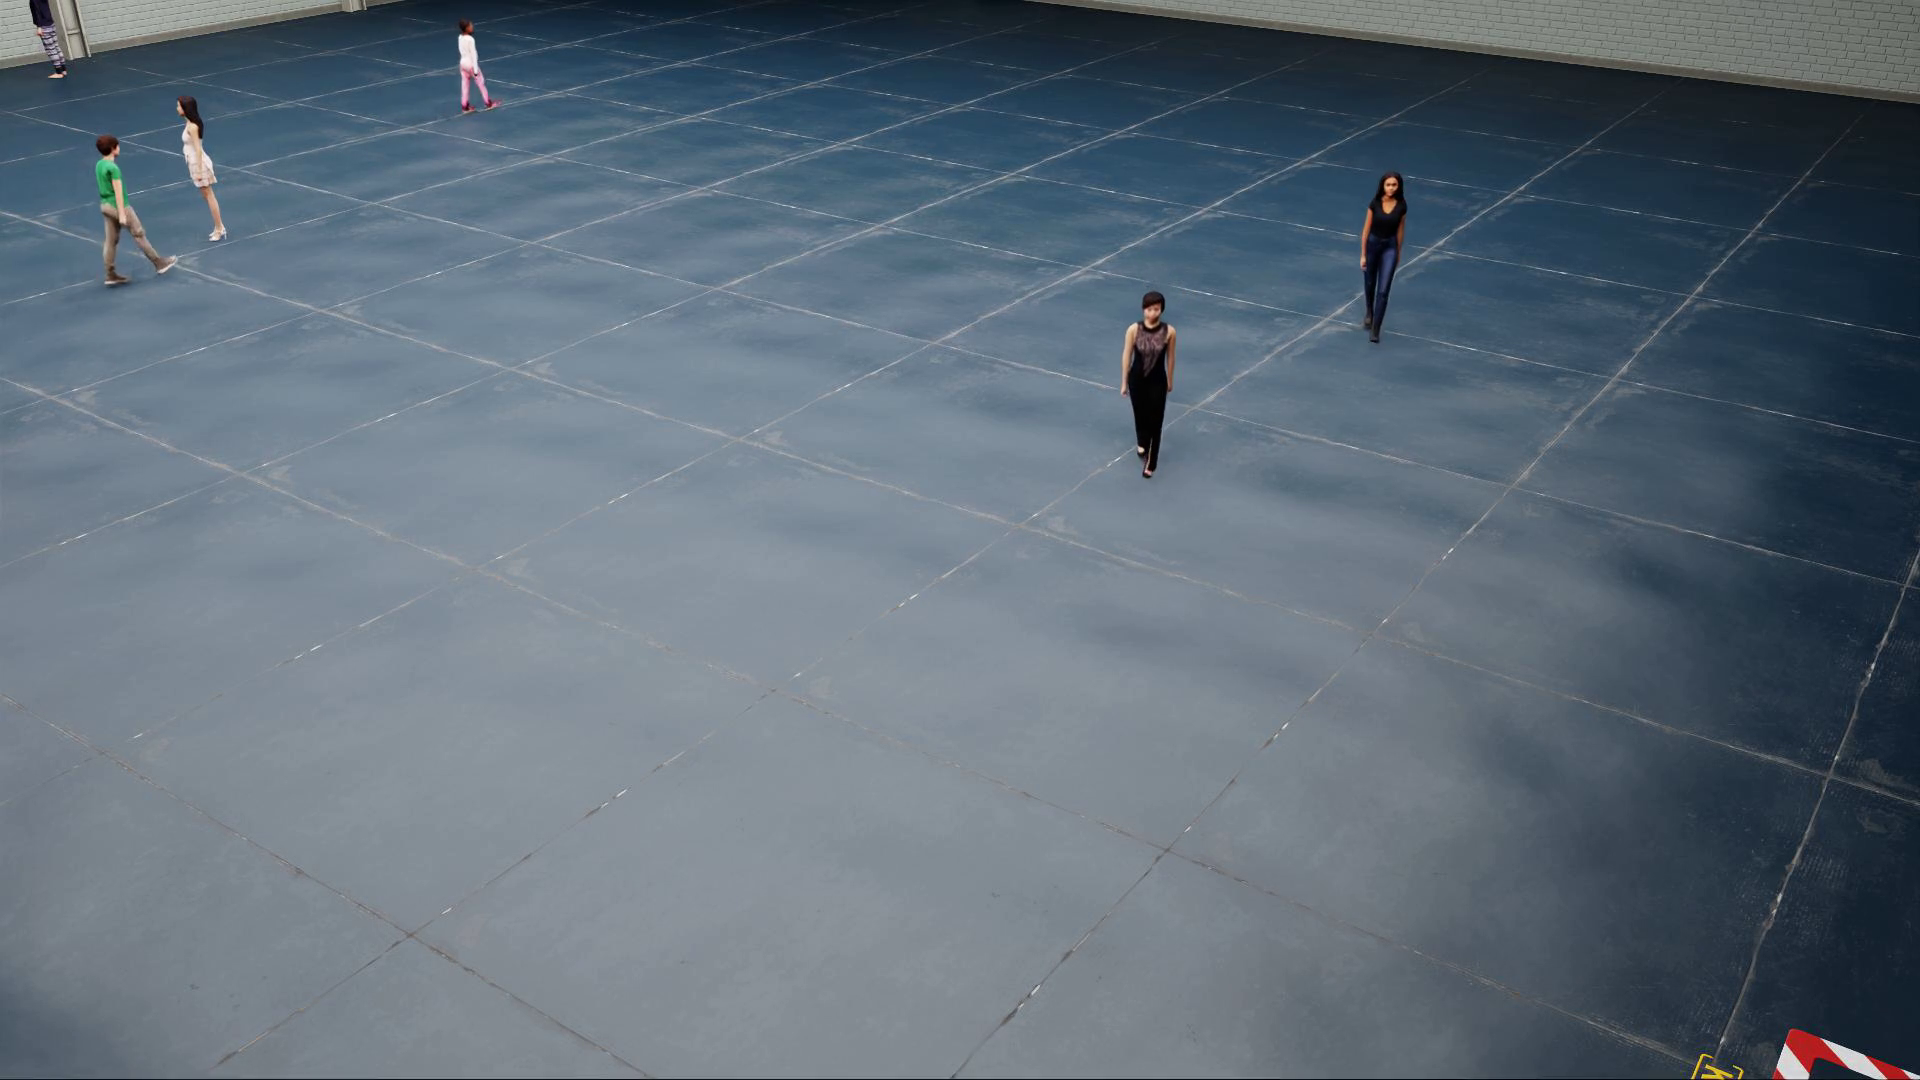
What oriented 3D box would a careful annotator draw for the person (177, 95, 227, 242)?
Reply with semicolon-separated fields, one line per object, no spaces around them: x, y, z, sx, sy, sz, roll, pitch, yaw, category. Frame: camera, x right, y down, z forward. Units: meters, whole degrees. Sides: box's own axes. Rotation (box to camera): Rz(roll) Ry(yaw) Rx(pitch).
-9.048;-4.432;19.848;0.694;1.734;0.663;-10;29;-19;person

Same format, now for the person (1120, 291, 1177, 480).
1.583;-1.338;14.040;0.890;1.549;1.129;4;28;8;person

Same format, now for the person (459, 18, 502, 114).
-7.691;-7.371;25.893;0.584;1.424;0.871;19;33;32;person

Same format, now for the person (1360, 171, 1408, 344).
4.268;-2.907;16.945;0.859;1.680;1.274;7;28;13;person

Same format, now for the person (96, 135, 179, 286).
-9.396;-3.610;18.376;0.633;1.619;1.053;19;33;33;person

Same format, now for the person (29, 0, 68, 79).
-15.517;-8.746;28.226;0.737;1.733;0.635;0;27;0;person
